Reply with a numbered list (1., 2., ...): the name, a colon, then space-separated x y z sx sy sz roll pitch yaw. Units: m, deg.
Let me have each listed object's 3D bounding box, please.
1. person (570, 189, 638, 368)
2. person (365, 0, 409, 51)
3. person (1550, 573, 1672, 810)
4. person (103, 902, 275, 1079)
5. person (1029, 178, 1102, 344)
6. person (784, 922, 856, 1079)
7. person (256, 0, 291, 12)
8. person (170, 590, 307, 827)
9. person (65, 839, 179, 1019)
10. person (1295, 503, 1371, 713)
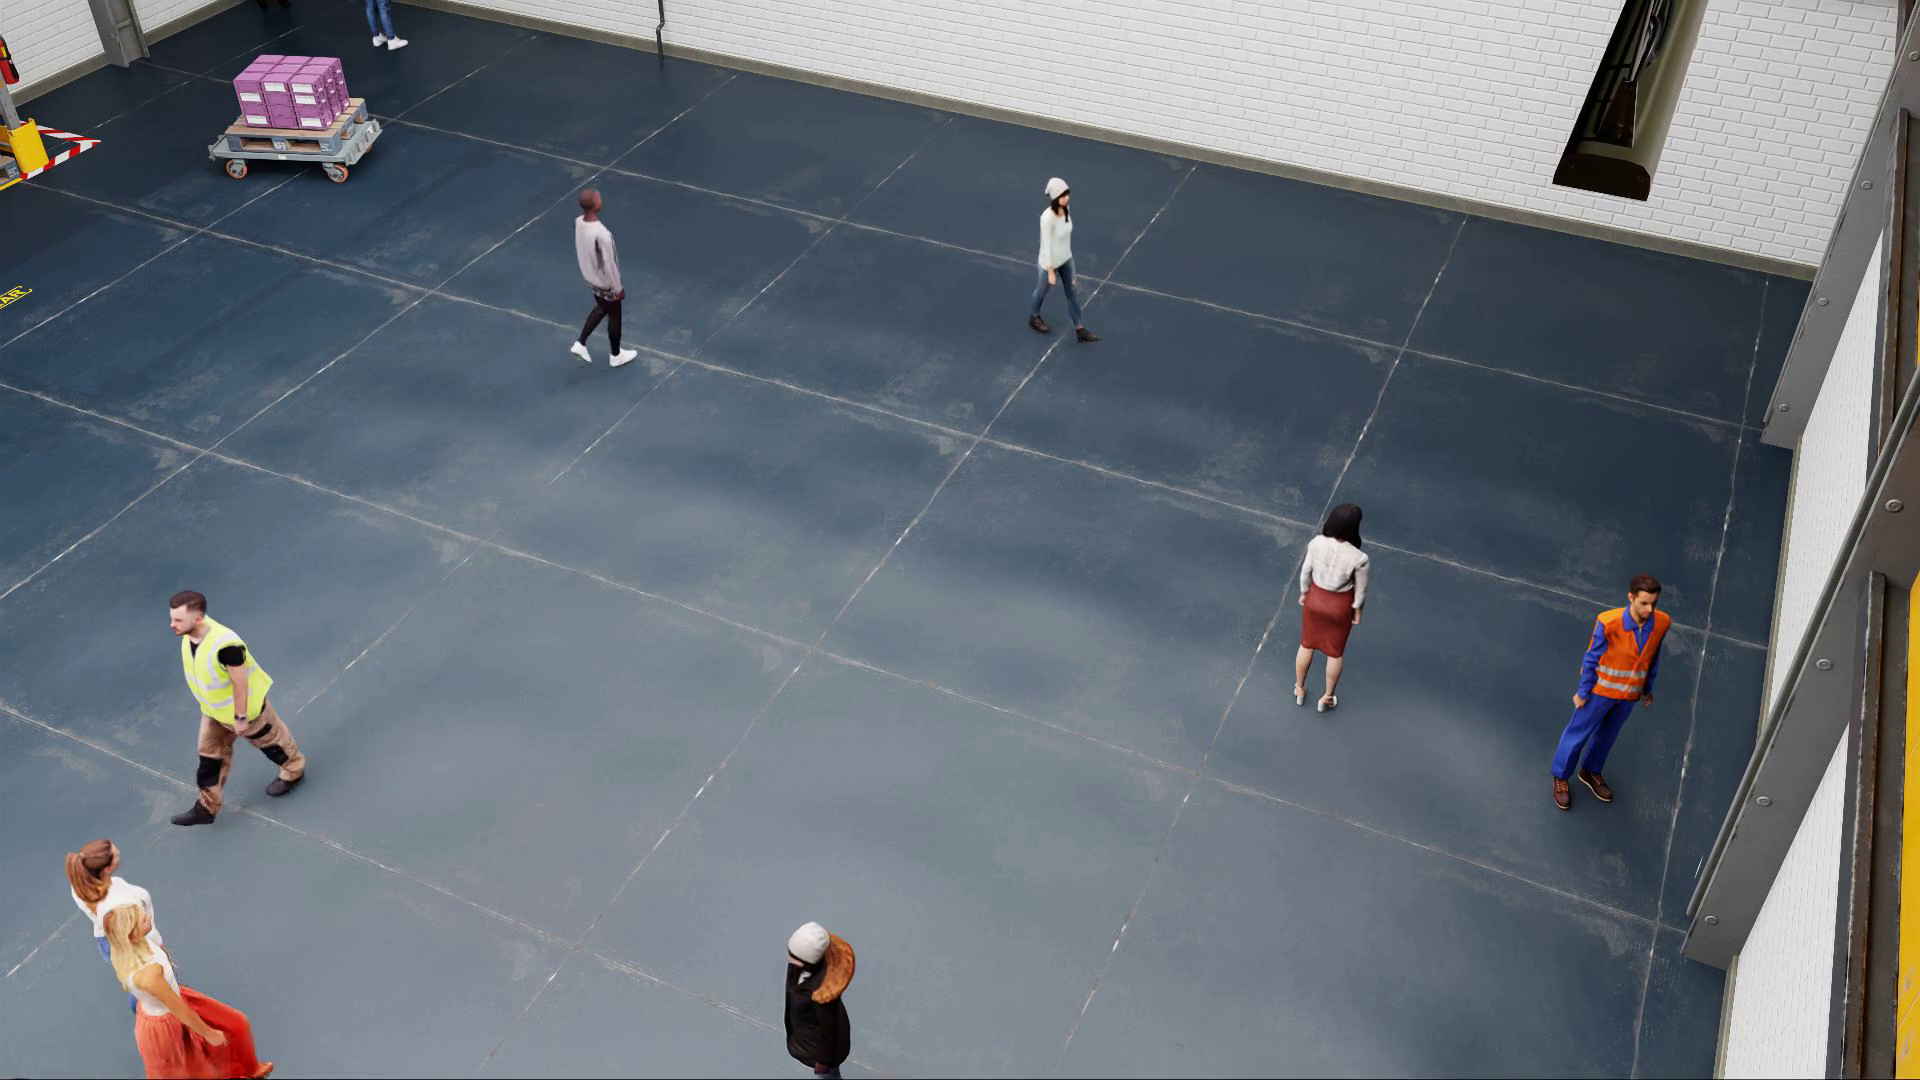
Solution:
1. person: -3.265 -2.279 14.802 0.955 1.760 0.803 -31 48 -33
2. person: -7.332 -7.050 20.740 0.681 1.805 0.552 18 42 22
3. person: 4.185 0.951 10.674 0.788 1.864 0.809 -6 39 -7
4. person: -4.241 2.567 8.713 0.995 1.785 0.900 -19 43 -23
5. person: 0.804 -2.583 15.307 0.820 1.606 1.028 27 46 30
6. person: -0.740 2.576 8.822 0.807 1.637 0.742 -11 40 -14
7. person: -9.177 -7.810 21.730 0.765 1.759 0.776 -3 39 -4
8. person: -4.605 0.994 10.669 0.816 1.804 1.158 22 44 26
9. person: -4.549 2.267 9.141 0.605 1.721 0.516 17 42 20
10. person: 2.526 0.464 11.375 0.617 1.750 0.525 19 42 22
